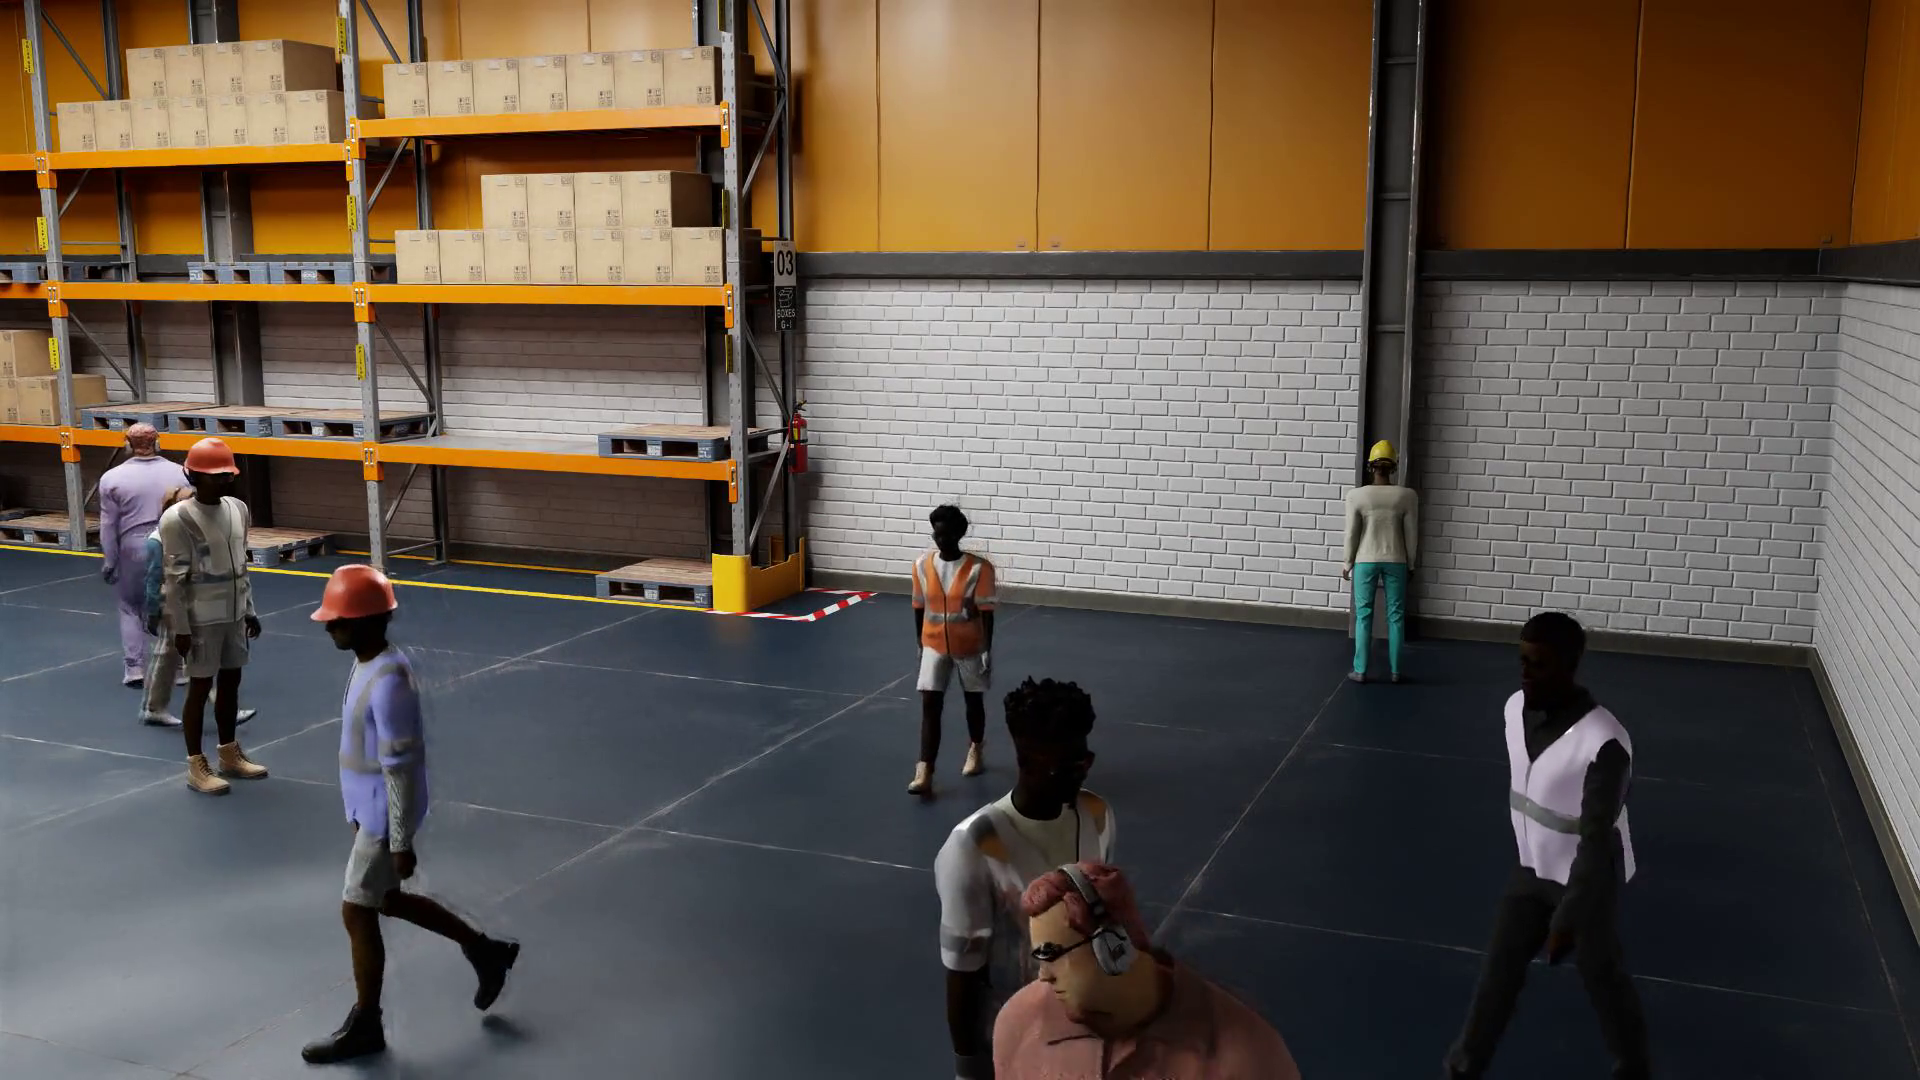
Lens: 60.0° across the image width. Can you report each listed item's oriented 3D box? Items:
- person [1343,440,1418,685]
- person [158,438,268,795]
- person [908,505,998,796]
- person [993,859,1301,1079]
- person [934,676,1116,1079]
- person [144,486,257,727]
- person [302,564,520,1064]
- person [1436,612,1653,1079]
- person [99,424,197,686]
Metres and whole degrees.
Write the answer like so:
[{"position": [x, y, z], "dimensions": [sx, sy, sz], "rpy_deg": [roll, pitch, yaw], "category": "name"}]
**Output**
[{"position": [3.016, 0.166, 11.964], "dimensions": [0.523, 1.769, 0.314], "rpy_deg": [1, 9, 5], "category": "person"}, {"position": [-4.256, 0.426, 9.558], "dimensions": [0.395, 2.038, 0.614], "rpy_deg": [3, 10, 19], "category": "person"}, {"position": [-0.047, 0.620, 9.548], "dimensions": [0.543, 1.646, 0.865], "rpy_deg": [3, 10, 17], "category": "person"}, {"position": [0.443, 1.553, 3.305], "dimensions": [0.852, 1.860, 0.396], "rpy_deg": [3, 10, 19], "category": "person"}, {"position": [0.198, 1.312, 4.446], "dimensions": [0.606, 1.957, 0.375], "rpy_deg": [-8, 13, -42], "category": "person"}, {"position": [-4.958, 0.448, 10.750], "dimensions": [0.890, 1.587, 0.534], "rpy_deg": [1, 9, 8], "category": "person"}, {"position": [-2.134, 1.018, 6.359], "dimensions": [0.747, 1.914, 0.546], "rpy_deg": [-4, 10, -22], "category": "person"}, {"position": [2.002, 1.160, 5.664], "dimensions": [1.003, 1.856, 0.635], "rpy_deg": [-3, 10, -19], "category": "person"}, {"position": [-5.776, 0.121, 11.898], "dimensions": [0.657, 1.887, 0.440], "rpy_deg": [-7, 12, -38], "category": "person"}]
